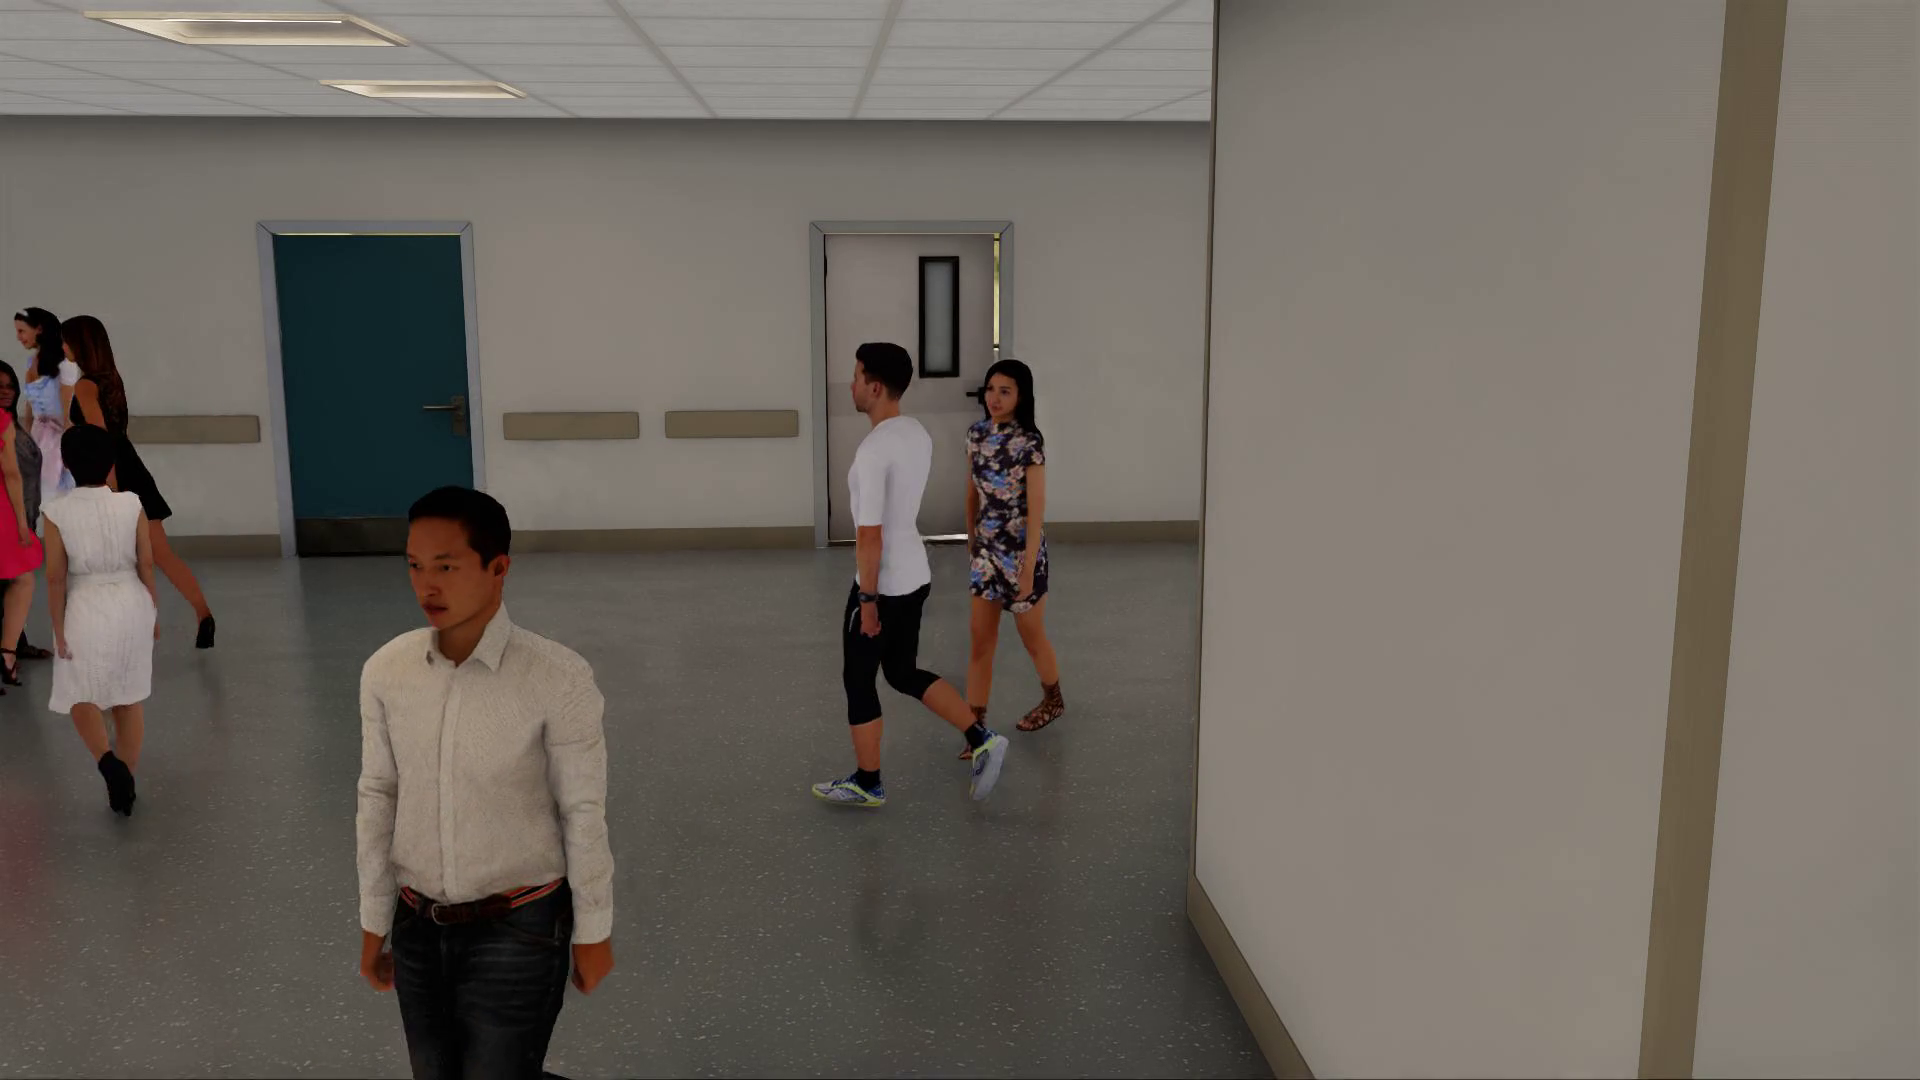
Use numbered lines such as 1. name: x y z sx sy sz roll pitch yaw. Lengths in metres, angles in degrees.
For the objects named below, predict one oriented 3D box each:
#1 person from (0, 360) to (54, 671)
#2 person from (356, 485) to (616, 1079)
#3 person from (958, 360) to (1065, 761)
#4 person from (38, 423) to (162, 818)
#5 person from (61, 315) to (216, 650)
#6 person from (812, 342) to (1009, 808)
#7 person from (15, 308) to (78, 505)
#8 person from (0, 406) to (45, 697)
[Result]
1. person: -5.025 -0.141 8.654 0.693 1.609 0.667 0 11 2
2. person: -0.918 0.771 3.377 1.051 1.785 0.937 3 11 13
3. person: 0.251 0.091 7.206 1.092 1.693 1.081 9 14 39
4. person: -3.223 0.339 6.306 0.824 1.543 0.848 -9 14 -39
5. person: -4.261 -0.219 8.576 0.982 1.792 0.633 0 11 1
6. person: -0.190 0.171 6.417 1.151 1.830 0.988 5 12 24
7. person: -5.308 -0.480 9.958 0.919 1.789 0.949 6 12 27
8. person: -4.733 -0.069 7.982 0.552 1.718 0.667 -1 11 -3
